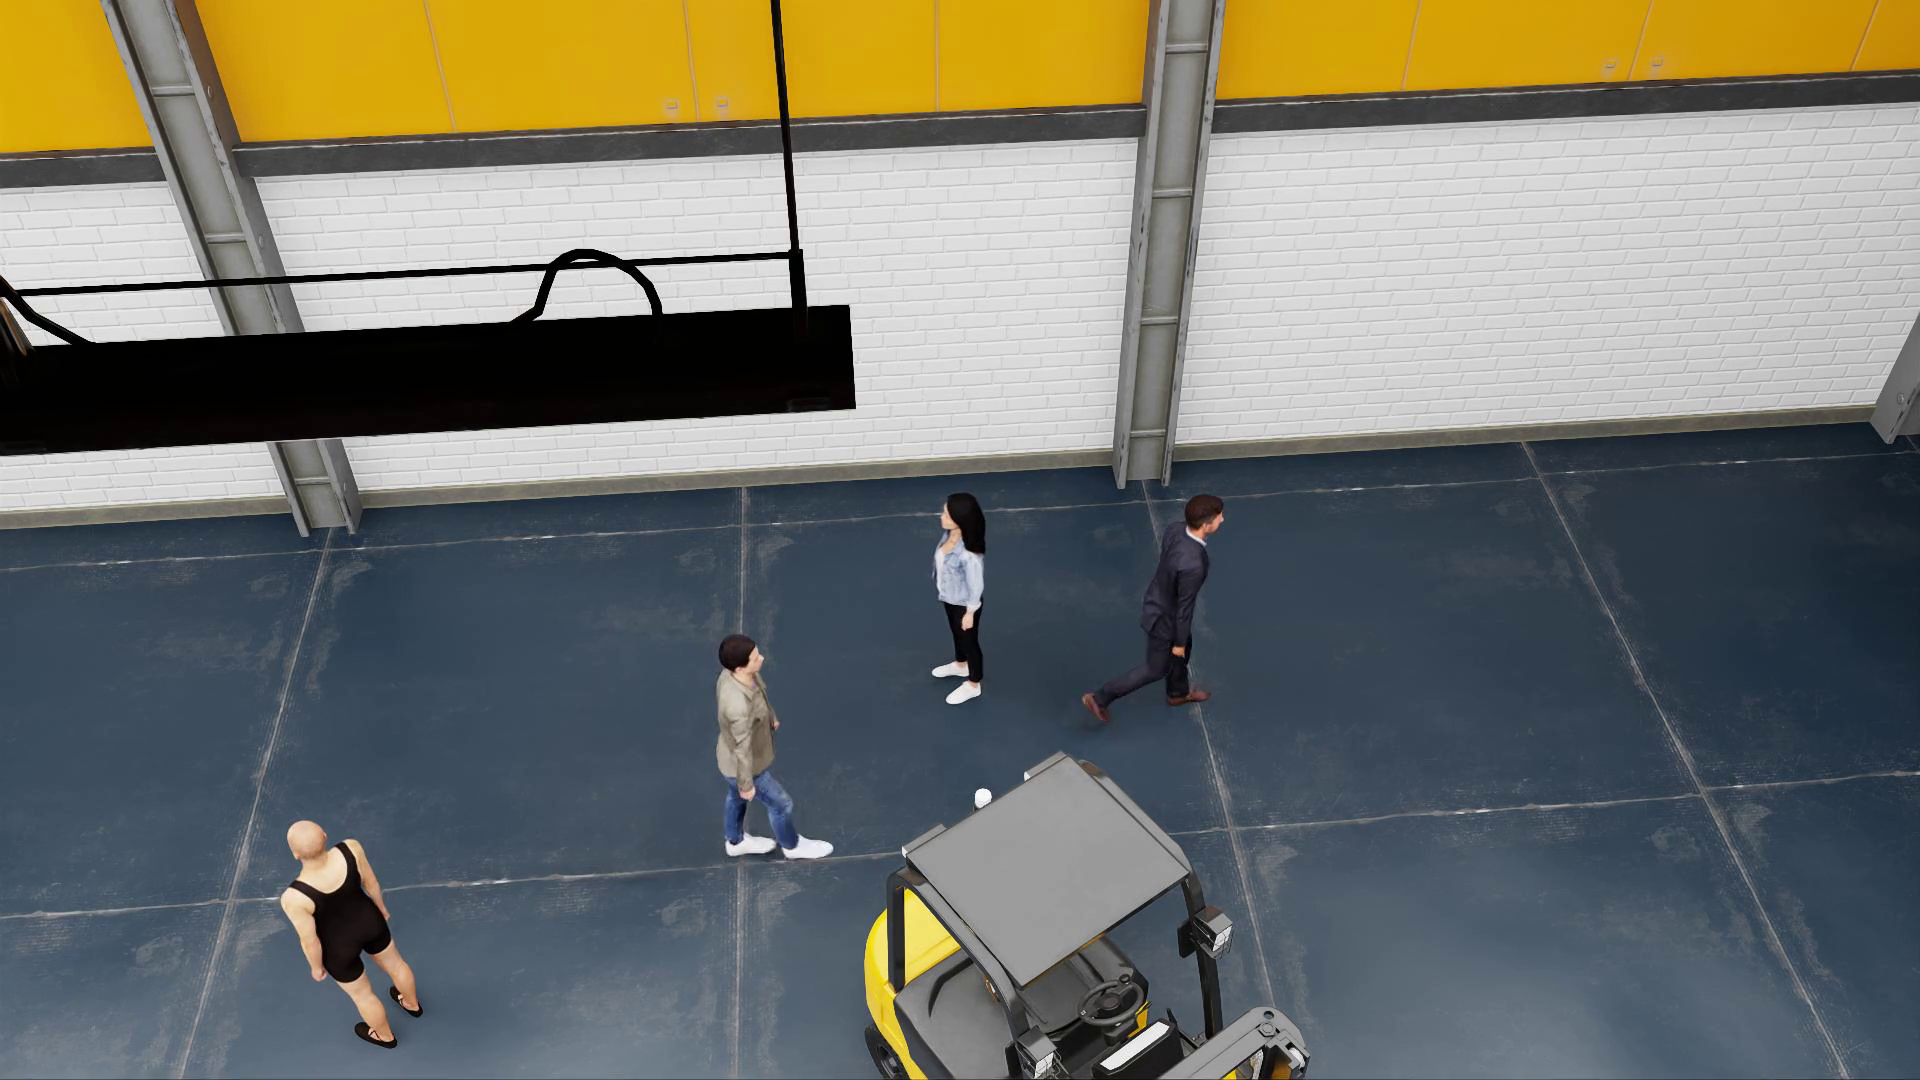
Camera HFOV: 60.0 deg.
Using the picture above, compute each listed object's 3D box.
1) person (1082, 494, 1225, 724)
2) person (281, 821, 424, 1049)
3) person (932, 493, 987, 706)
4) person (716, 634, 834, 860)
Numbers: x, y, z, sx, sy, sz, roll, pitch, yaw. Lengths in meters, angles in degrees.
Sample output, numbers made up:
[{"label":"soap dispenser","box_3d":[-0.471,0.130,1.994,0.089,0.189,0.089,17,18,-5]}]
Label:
[{"label":"person","box_3d":[1.214,0.469,10.248,1.101,1.826,0.660,-5,44,-5]},{"label":"person","box_3d":[-3.147,2.044,8.603,0.729,1.815,0.706,24,49,23]},{"label":"person","box_3d":[0.014,0.358,10.449,0.608,1.710,0.640,-13,45,-13]},{"label":"person","box_3d":[-1.299,1.226,9.438,0.875,1.847,0.749,-6,44,-6]}]
